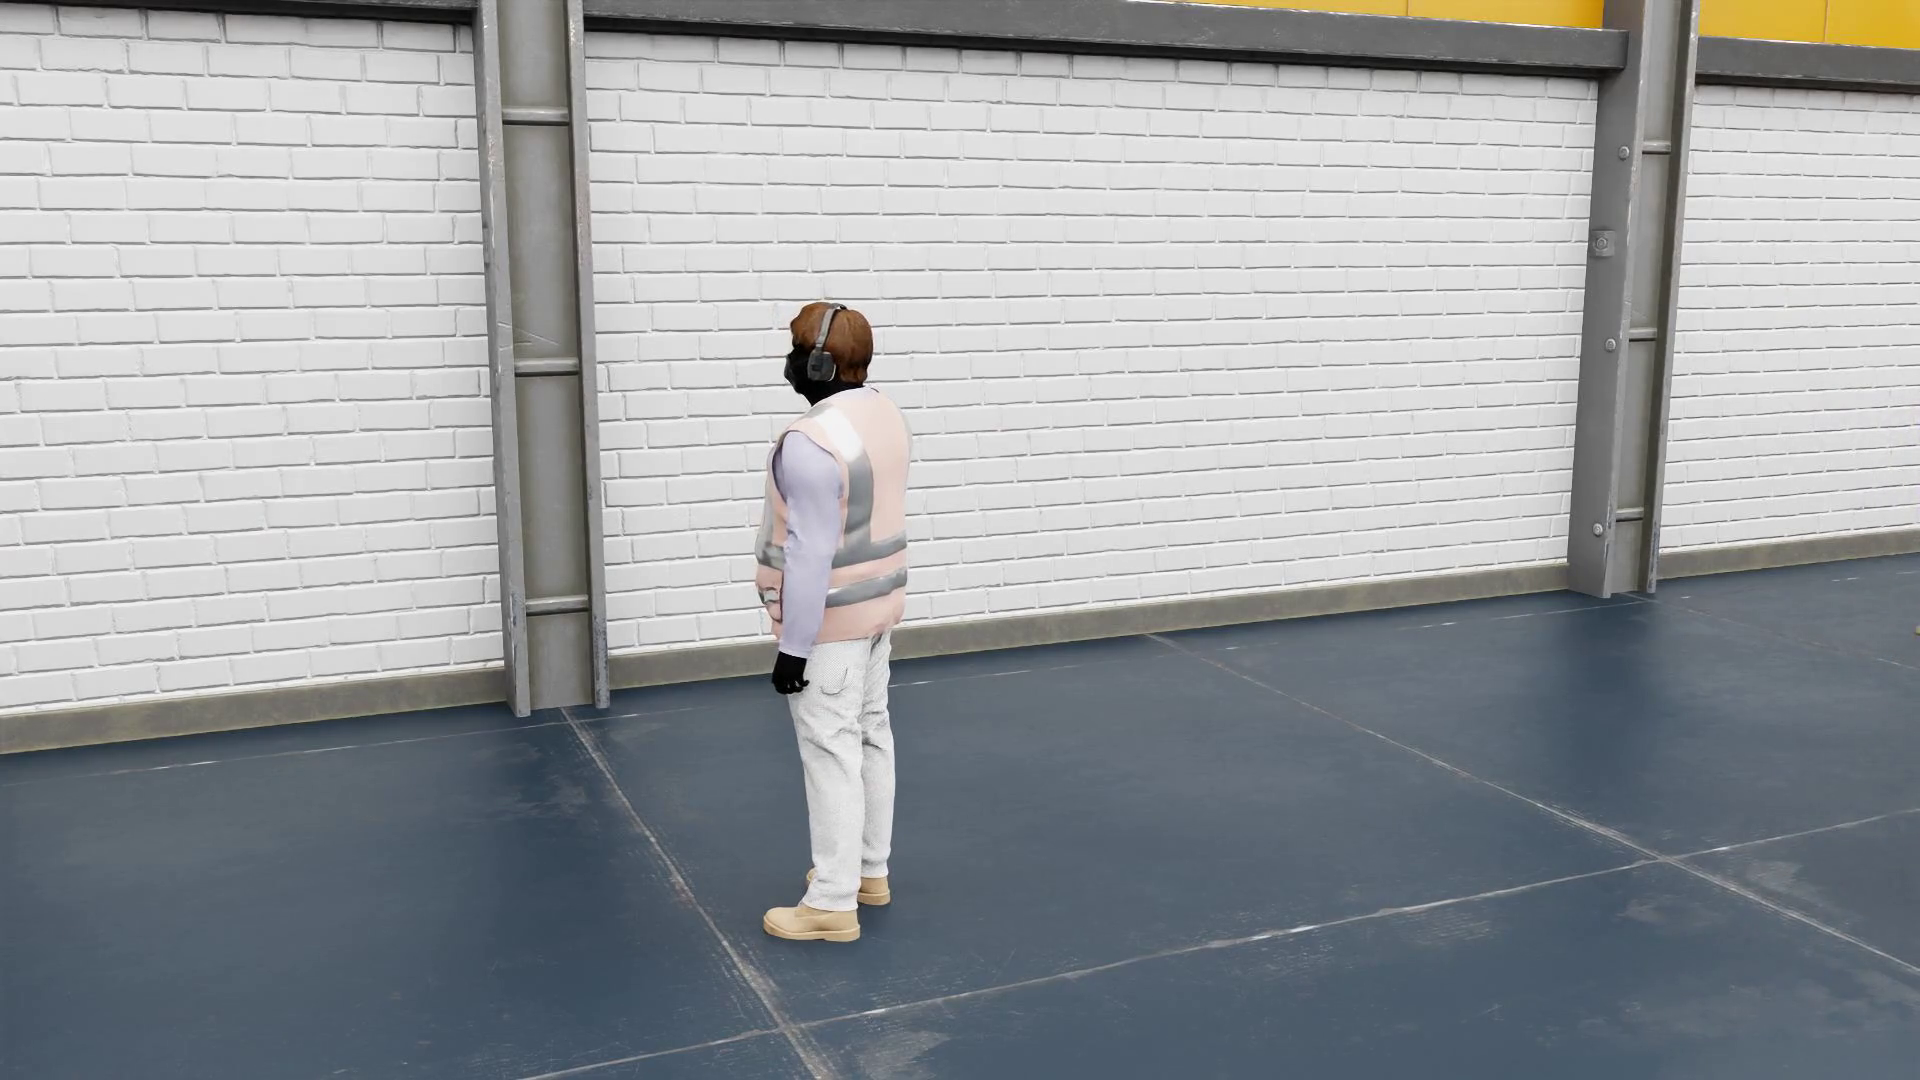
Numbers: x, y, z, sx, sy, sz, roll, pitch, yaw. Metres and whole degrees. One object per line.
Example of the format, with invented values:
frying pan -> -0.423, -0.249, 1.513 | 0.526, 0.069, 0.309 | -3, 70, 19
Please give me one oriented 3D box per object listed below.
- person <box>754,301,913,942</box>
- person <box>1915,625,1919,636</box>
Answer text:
person -> -0.376, 0.237, 4.838 | 0.429, 1.847, 0.627 | 4, 11, 19
person -> 5.263, -0.364, 8.302 | 0.953, 1.792, 0.646 | -2, 10, -10
